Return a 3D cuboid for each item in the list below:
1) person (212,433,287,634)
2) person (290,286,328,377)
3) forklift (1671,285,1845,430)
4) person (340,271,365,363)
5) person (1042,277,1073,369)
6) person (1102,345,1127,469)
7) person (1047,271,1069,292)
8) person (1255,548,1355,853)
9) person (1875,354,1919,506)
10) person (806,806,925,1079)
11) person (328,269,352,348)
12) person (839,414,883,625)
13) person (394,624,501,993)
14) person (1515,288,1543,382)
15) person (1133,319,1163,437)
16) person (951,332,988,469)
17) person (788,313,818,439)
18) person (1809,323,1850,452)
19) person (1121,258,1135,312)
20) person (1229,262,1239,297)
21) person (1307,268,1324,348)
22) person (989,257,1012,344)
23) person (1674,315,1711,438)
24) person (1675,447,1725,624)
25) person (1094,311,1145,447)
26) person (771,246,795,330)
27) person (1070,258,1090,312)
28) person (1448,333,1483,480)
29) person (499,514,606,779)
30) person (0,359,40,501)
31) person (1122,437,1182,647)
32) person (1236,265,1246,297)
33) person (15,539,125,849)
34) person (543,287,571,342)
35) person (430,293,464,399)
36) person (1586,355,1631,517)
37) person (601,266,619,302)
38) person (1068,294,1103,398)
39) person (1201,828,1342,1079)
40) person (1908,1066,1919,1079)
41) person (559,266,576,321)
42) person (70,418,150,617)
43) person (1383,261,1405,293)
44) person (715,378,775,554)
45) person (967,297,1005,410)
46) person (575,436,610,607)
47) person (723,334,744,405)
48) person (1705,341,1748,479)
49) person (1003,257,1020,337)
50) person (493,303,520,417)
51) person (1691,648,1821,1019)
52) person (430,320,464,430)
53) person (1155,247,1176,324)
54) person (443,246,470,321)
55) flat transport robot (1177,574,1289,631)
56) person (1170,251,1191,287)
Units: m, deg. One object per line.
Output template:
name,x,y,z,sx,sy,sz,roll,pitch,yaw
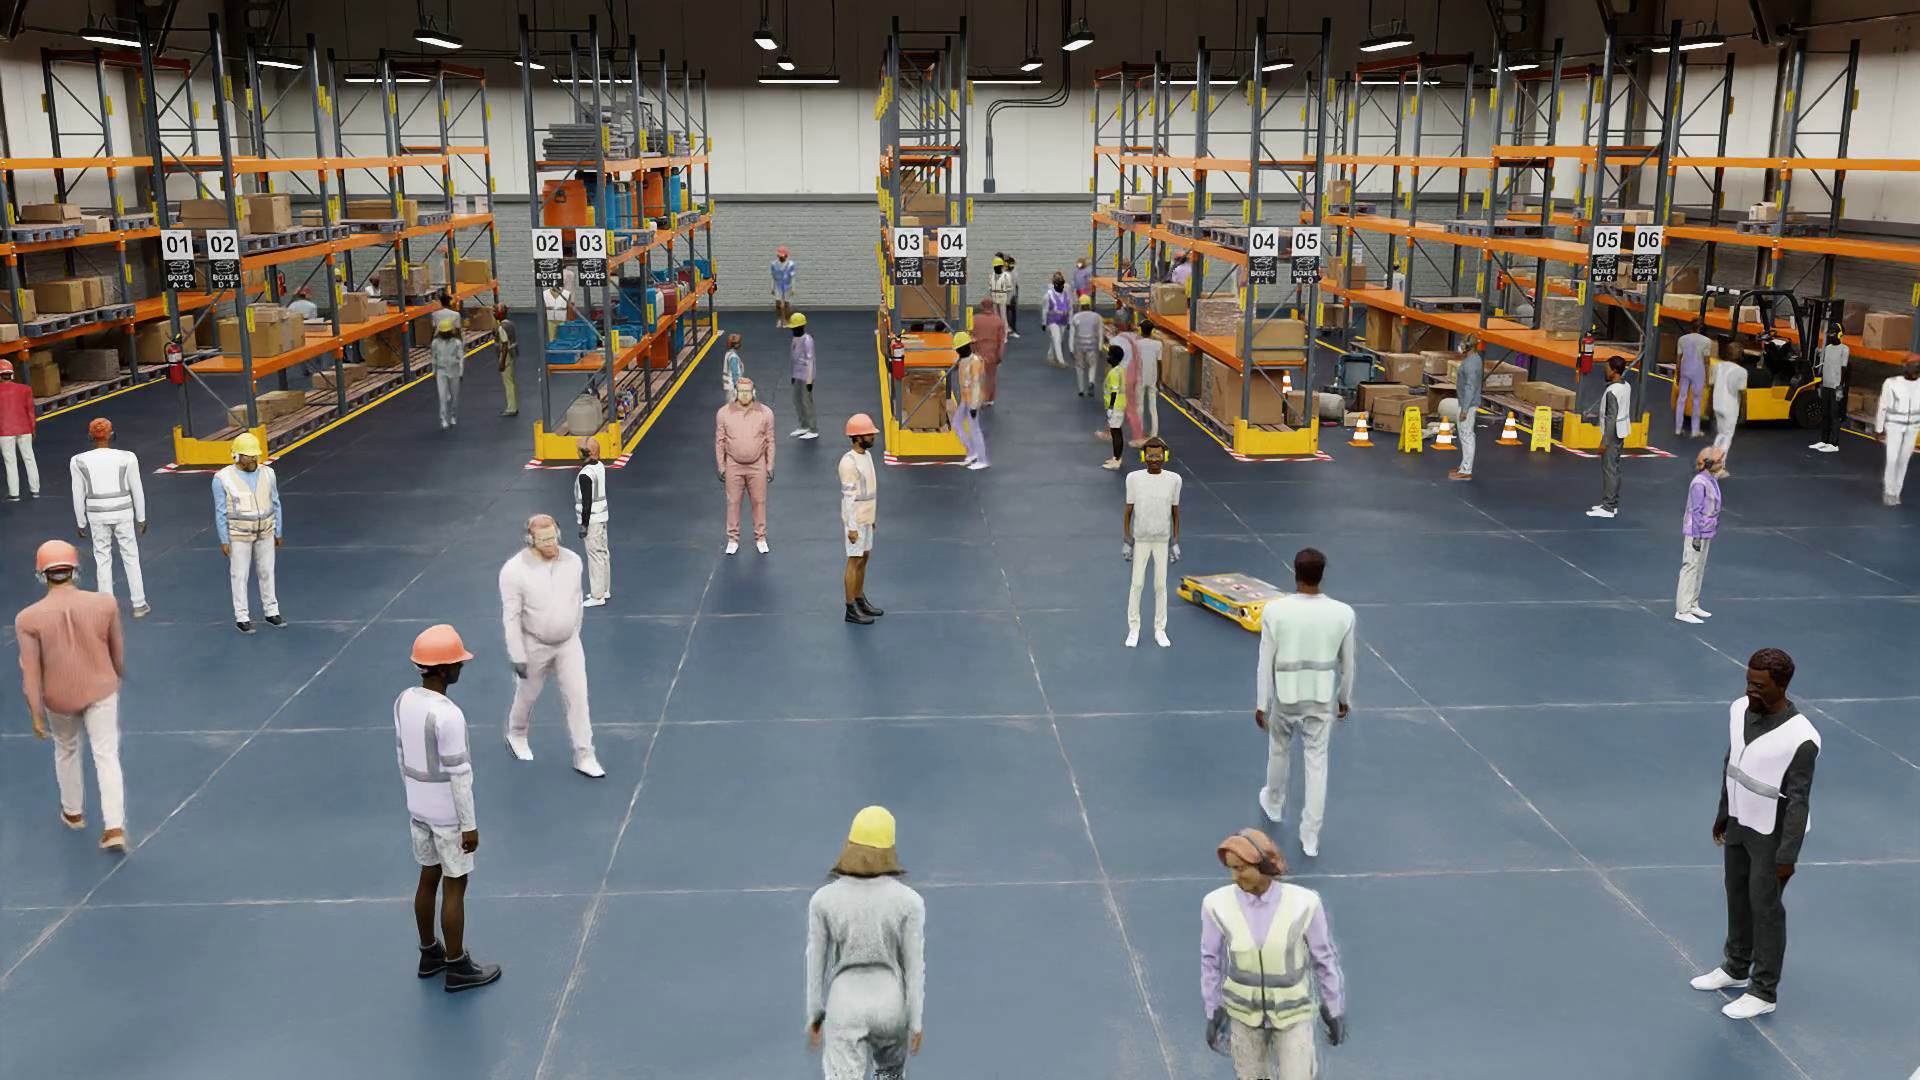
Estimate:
person,-6.398,-0.067,15.025,0.403,1.824,0.591,12,18,41
person,-12.533,-4.029,32.014,0.568,1.726,0.711,1,13,6
forklift,12.503,-2.886,26.166,2.313,2.155,1.214,-1,13,-3
person,-12.431,-4.574,33.899,0.543,1.928,0.400,-11,17,-39
person,1.945,-4.345,33.206,0.638,1.805,0.958,-8,15,-30
person,2.108,-1.814,22.685,0.318,1.700,0.536,3,14,14
person,2.210,-5.273,37.543,0.500,1.604,0.751,-1,13,-6
person,2.168,0.963,10.543,0.622,1.876,0.920,0,13,2
person,11.504,-1.316,20.209,0.606,1.865,0.645,3,14,11
person,-0.393,1.945,6.887,0.499,1.641,1.057,0,13,1
person,-13.522,-5.043,36.284,0.484,1.738,0.305,-12,18,-42
person,-0.905,-0.200,15.328,0.351,1.941,0.552,4,14,15
person,-2.668,1.379,8.646,0.551,1.935,0.375,12,18,41
person,10.624,-3.812,31.031,0.334,1.749,0.575,-11,17,-38
person,2.715,-2.308,24.414,0.513,1.871,0.329,-2,13,-7
person,0.139,-1.897,22.662,0.530,1.873,0.646,-4,14,-17
person,-2.382,-2.467,25.008,0.430,1.906,0.599,-7,15,-26
person,12.564,-2.196,23.973,0.329,1.861,0.504,-2,13,-8
person,4.095,-6.122,41.057,0.512,1.642,0.312,-4,14,-16
person,7.320,-6.871,44.064,0.462,1.722,0.619,-3,14,-13
person,7.784,-5.087,36.431,0.327,1.752,0.562,3,14,12
person,0.868,-5.338,37.126,0.594,1.924,0.383,11,17,39
person,11.082,-2.472,25.157,0.344,1.847,0.504,-13,18,-43
person,6.837,-0.051,15.367,0.311,1.632,0.515,10,16,35
person,2.385,-2.399,24.429,1.017,2.000,0.691,11,17,38
person,-4.256,-6.044,39.950,0.606,2.008,0.854,0,13,1
person,3.095,-6.334,42.043,0.491,1.600,0.829,12,18,41
person,6.675,-1.755,21.921,0.356,1.938,0.638,5,14,21
person,-2.910,0.712,11.647,0.640,1.859,0.953,-10,17,-37
person,-11.782,-1.370,20.683,0.327,1.753,0.561,10,17,37
person,1.677,0.018,14.559,0.512,1.872,0.328,0,13,0
person,7.293,-6.715,43.324,0.325,1.760,0.523,2,13,9
person,-5.519,0.961,10.408,0.587,1.947,0.979,-8,16,-32
person,-7.998,-4.336,33.045,0.567,1.849,0.389,-1,13,-6
person,-8.980,-3.400,29.198,0.562,1.812,0.817,1,13,3
person,7.738,-1.227,19.726,0.392,1.920,0.593,8,16,32
person,-8.182,-5.655,39.199,0.574,1.600,0.743,0,13,-2
person,2.186,-3.376,29.035,0.611,1.821,0.490,0,13,0
person,1.285,1.967,6.875,0.591,1.616,0.327,5,14,20
person,3.147,2.186,5.301,0.774,1.909,0.583,-7,15,-29
person,-8.717,-5.271,36.704,0.391,1.991,0.613,6,14,22
person,-7.873,-0.195,15.428,0.583,1.882,0.337,-6,14,-23
person,10.103,-5.656,38.811,0.541,1.763,0.326,-2,13,-8
person,-2.307,-0.797,17.922,0.641,1.913,0.408,-2,13,-9
person,0.428,-3.141,27.945,0.645,1.874,0.916,0,13,0
person,-3.509,-0.180,15.890,0.308,1.641,0.514,1,13,3
person,-3.333,-2.215,24.516,0.312,1.636,0.518,-3,14,-14
person,10.145,-1.709,21.953,0.414,1.829,0.549,-7,15,-26
person,1.126,-5.625,38.520,0.588,1.849,0.557,-8,15,-29
person,-7.388,-2.937,27.124,0.395,1.847,0.564,-1,13,-4
person,4.036,1.457,8.380,0.393,1.911,0.587,-2,13,-9
person,-8.025,-2.609,26.067,0.488,1.699,0.892,-4,14,-17
person,4.901,-6.080,40.097,0.622,2.009,0.674,1,13,6
person,-12.142,-6.122,40.263,0.921,2.011,0.629,-2,13,-7
flat transport robot,2.681,0.557,15.701,0.652,0.197,1.431,-5,14,-21
person,5.200,-5.722,38.681,0.612,1.982,1.036,-5,14,-21
